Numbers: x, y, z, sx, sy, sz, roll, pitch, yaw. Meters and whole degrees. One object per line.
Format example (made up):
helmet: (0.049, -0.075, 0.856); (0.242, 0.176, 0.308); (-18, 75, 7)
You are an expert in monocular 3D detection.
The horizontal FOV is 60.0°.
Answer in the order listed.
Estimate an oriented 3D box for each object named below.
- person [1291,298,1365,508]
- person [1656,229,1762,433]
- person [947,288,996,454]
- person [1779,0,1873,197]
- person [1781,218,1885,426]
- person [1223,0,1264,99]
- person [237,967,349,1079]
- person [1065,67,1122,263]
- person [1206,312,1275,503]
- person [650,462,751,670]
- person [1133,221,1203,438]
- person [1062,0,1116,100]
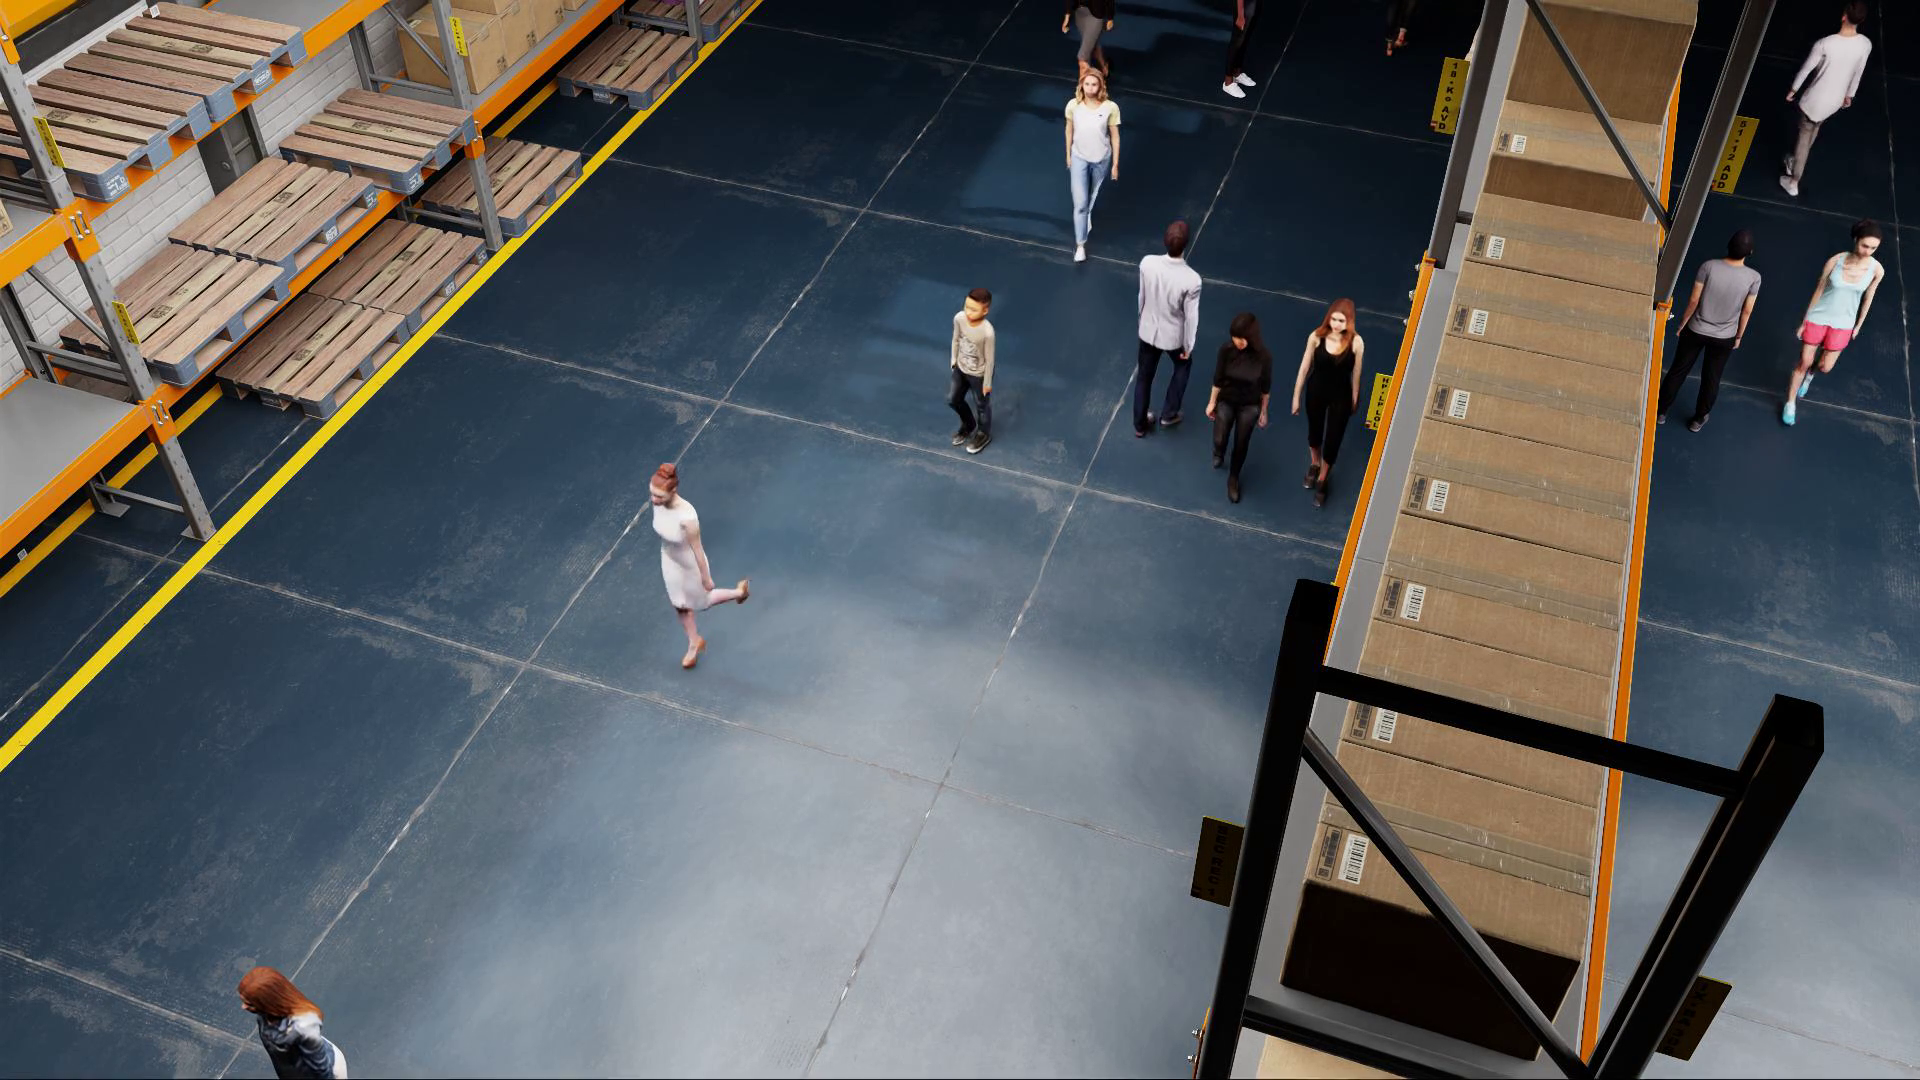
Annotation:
person: (2.698, -1.085, 12.049); (0.635, 1.712, 0.708); (18, 46, 18)
person: (5.660, -1.584, 12.541); (0.623, 1.755, 0.560); (17, 46, 17)
person: (0.155, -1.309, 12.470); (0.634, 1.455, 0.622); (29, 51, 27)
person: (7.796, -3.943, 14.967); (0.850, 1.825, 0.950); (-2, 44, -2)
person: (6.608, -1.702, 12.668); (0.597, 1.751, 0.772); (17, 46, 17)
person: (2.828, -5.271, 16.421); (0.717, 1.742, 0.579); (24, 48, 23)
person: (-3.184, 2.582, 8.209); (0.653, 1.698, 0.590); (25, 49, 24)
person: (1.143, -3.325, 14.434); (0.834, 1.665, 1.192); (4, 44, 4)
person: (2.020, -1.039, 12.063); (0.648, 1.625, 0.733); (9, 44, 9)
person: (-1.690, 0.108, 10.757); (0.792, 1.767, 1.014); (31, 52, 29)
person: (1.482, -1.504, 12.400); (0.721, 1.834, 0.701); (19, 47, 19)
person: (1.312, -5.041, 16.139); (0.807, 1.798, 1.257); (26, 49, 25)
